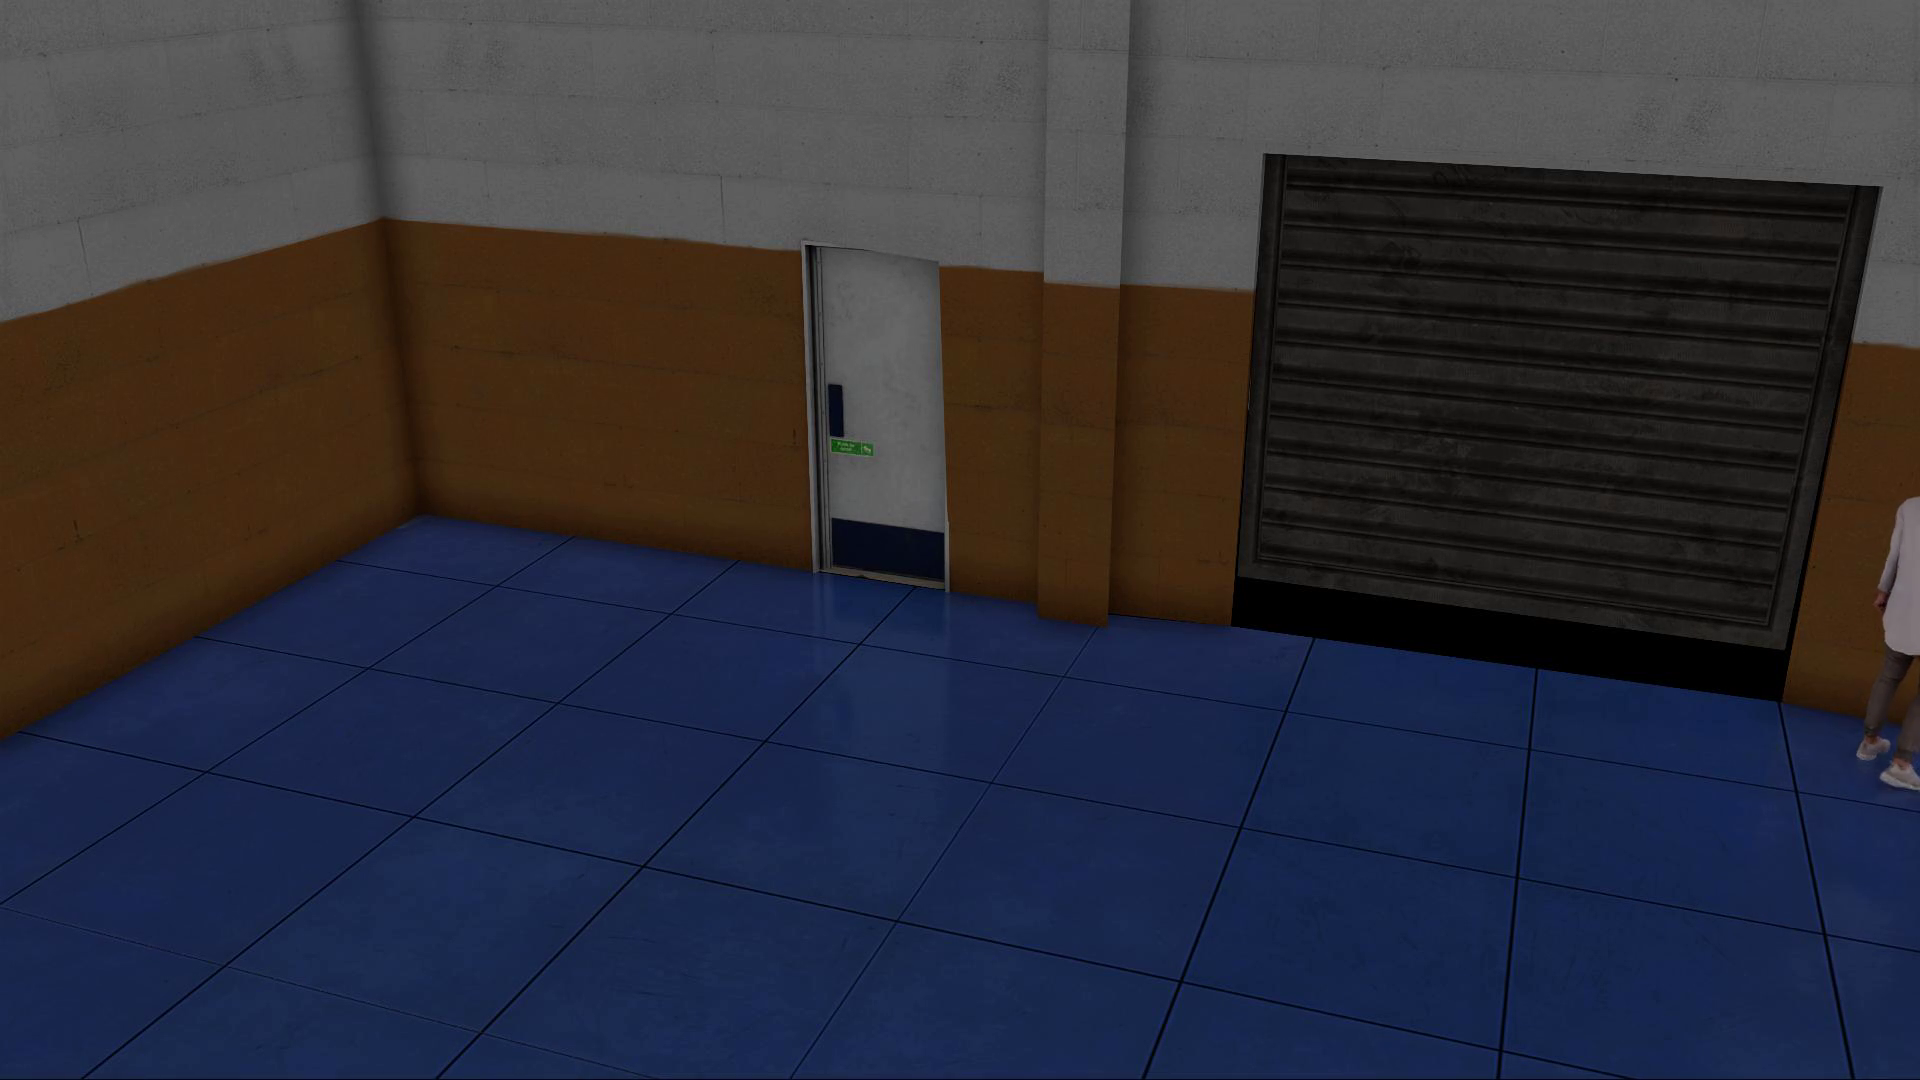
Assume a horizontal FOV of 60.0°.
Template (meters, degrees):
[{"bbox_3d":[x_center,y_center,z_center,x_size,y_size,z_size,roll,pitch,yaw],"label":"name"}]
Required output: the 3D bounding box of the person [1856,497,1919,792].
[{"bbox_3d":[4.999,0.391,8.592,0.934,1.830,0.871,-15,26,-32],"label":"person"}]
